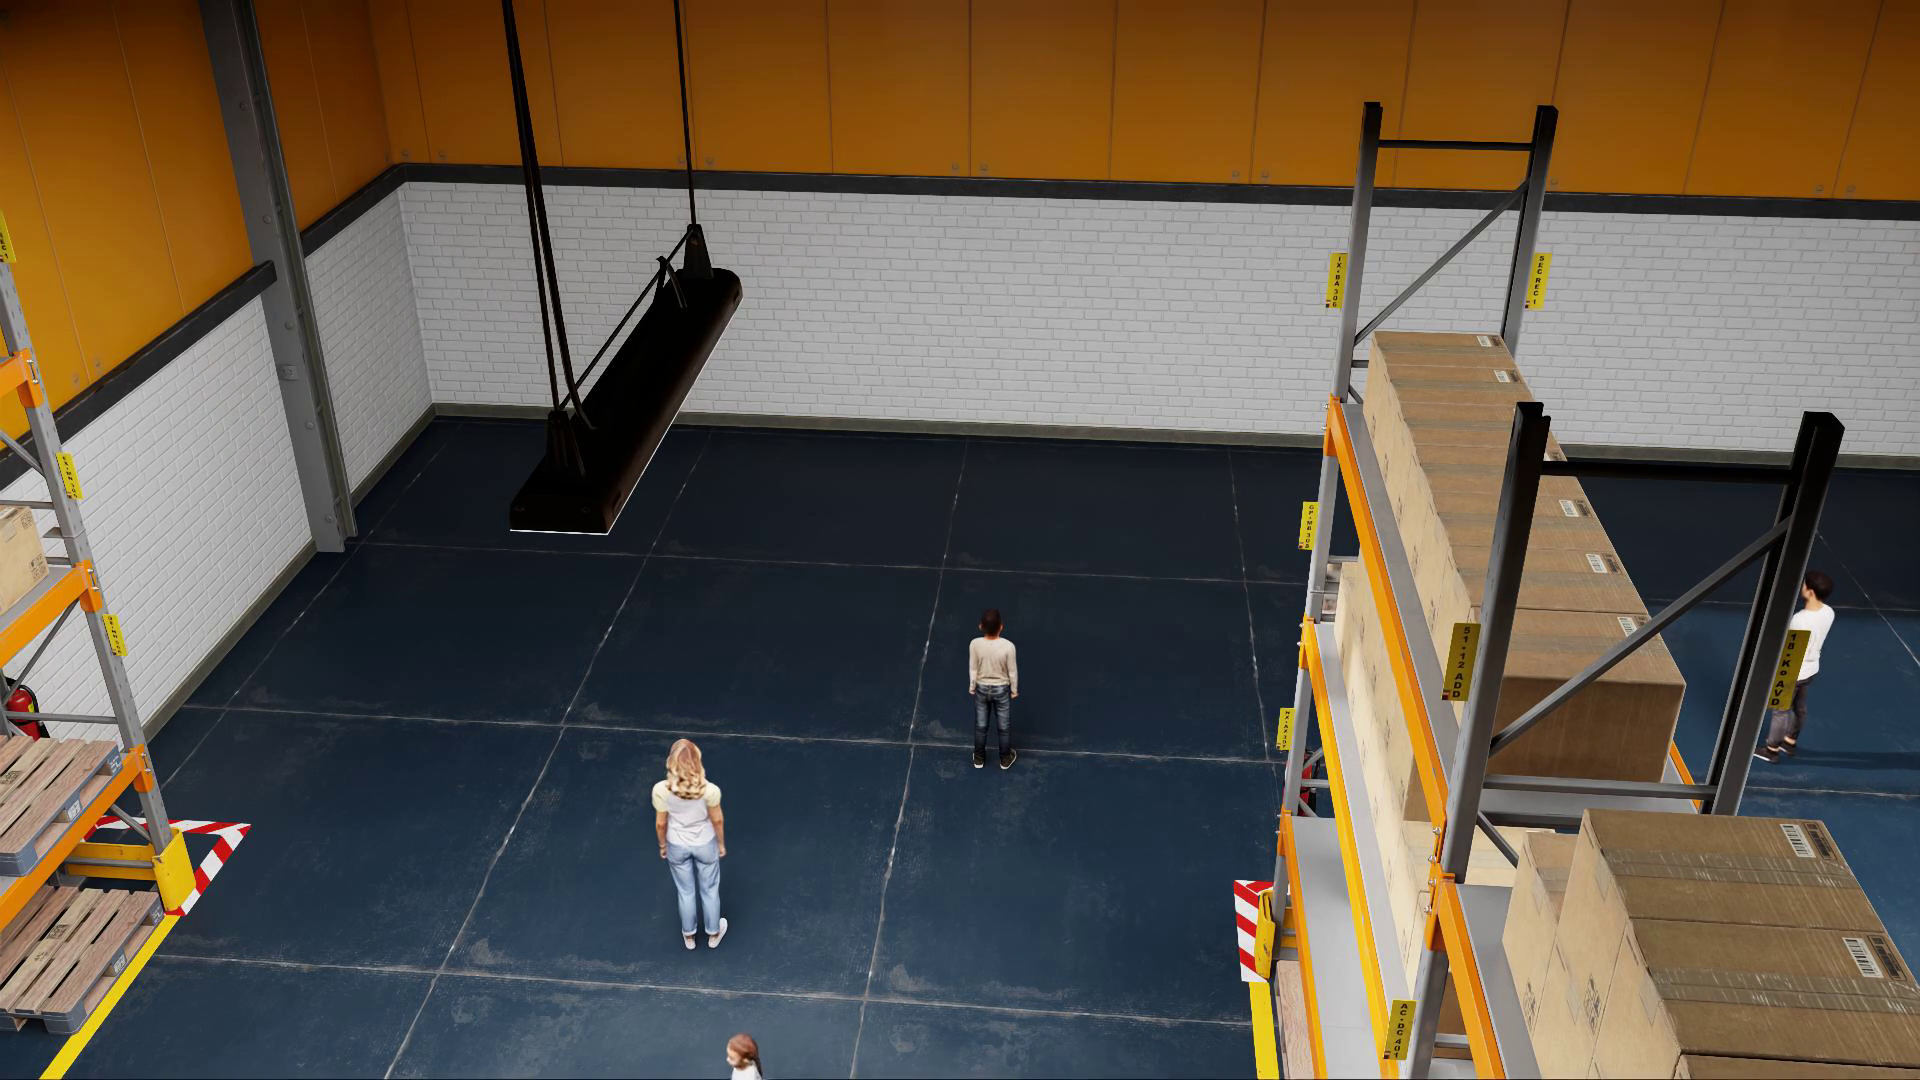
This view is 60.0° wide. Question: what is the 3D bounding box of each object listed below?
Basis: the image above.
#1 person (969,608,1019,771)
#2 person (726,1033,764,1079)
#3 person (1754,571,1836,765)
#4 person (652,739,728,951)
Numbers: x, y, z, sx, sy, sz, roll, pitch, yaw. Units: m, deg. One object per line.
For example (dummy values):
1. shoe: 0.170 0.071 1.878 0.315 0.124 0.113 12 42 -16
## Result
1. person: 0.260 1.207 13.406 0.554 1.465 0.514 4 29 7
2. person: -1.200 3.355 9.957 0.708 0.997 0.709 -15 32 -25
3. person: 6.787 1.024 13.477 0.690 1.719 0.715 -17 33 -28
4. person: -1.846 2.109 11.483 0.659 1.723 0.589 -2 29 -3
